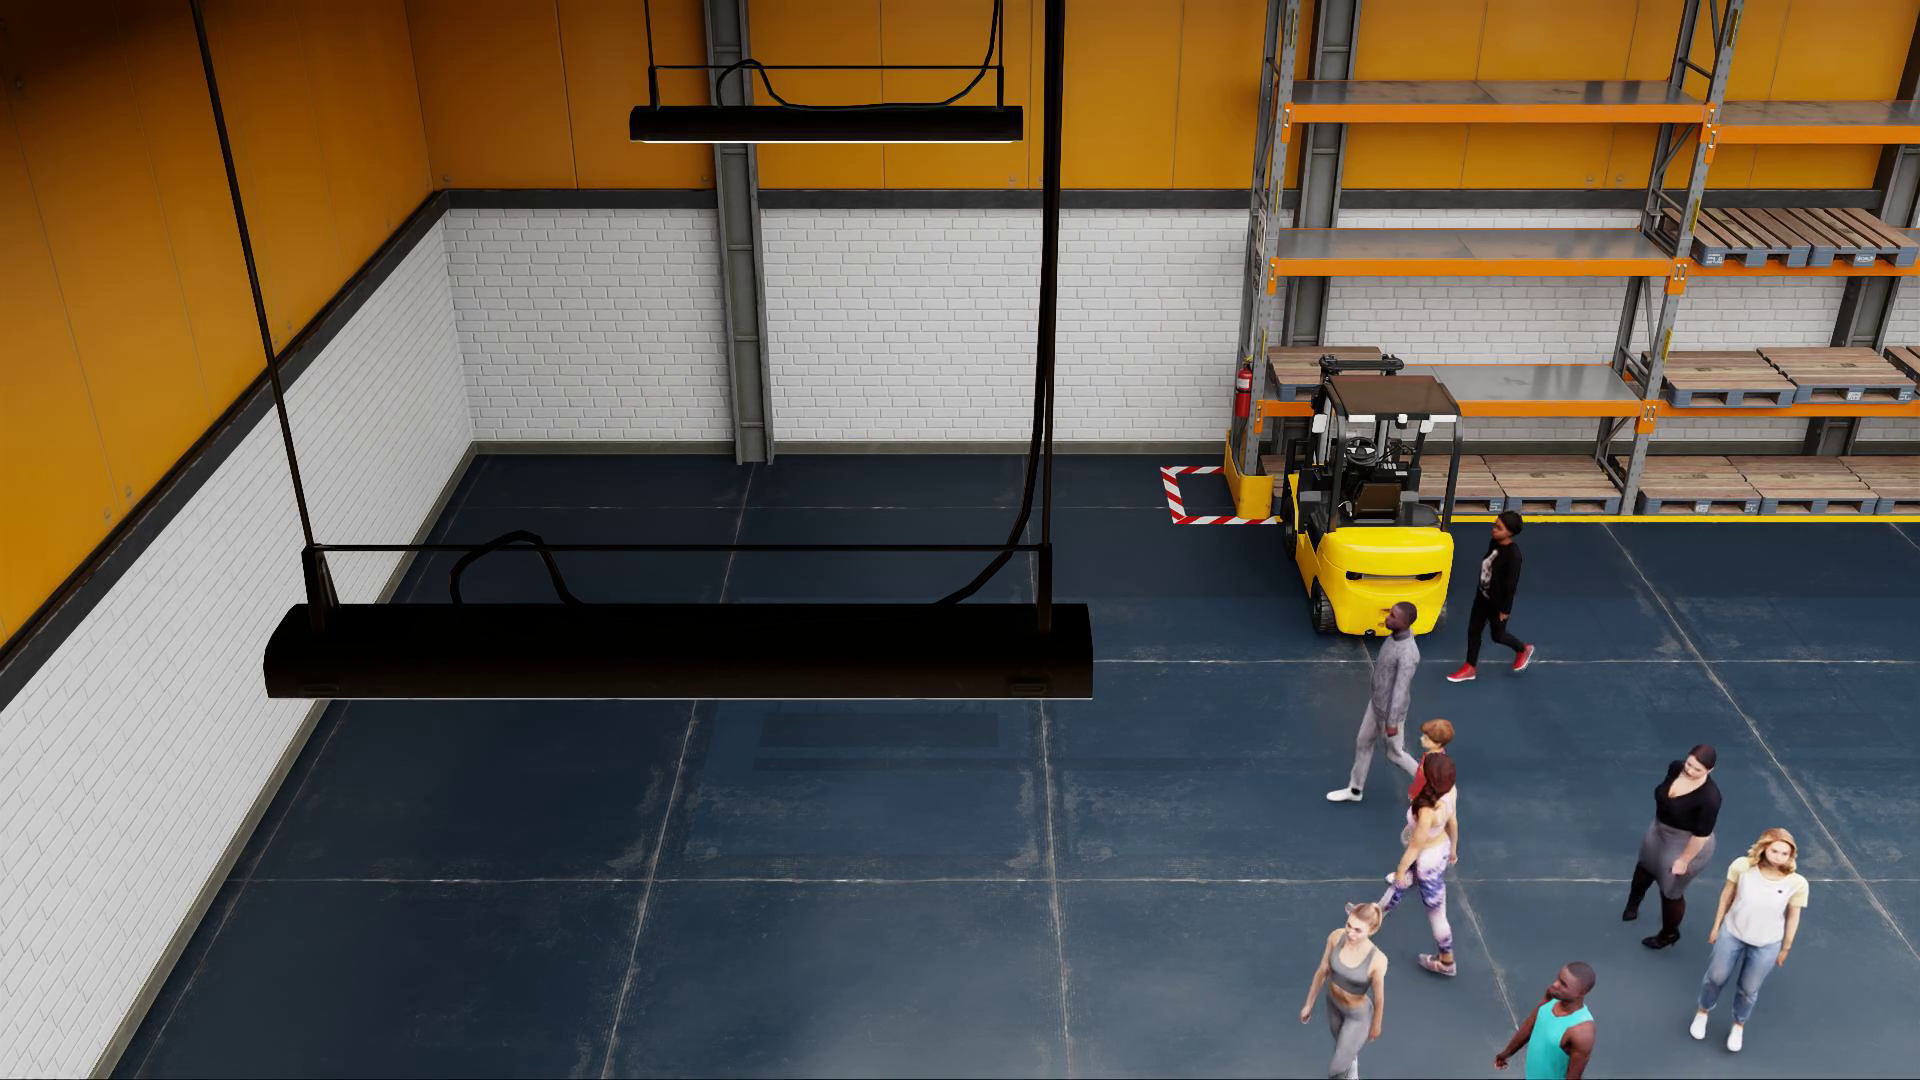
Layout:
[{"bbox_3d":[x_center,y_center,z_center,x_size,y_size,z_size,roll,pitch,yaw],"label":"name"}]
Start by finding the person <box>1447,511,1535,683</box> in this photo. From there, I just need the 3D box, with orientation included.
[{"bbox_3d":[4.683,0.495,14.355,1.083,1.655,0.803,-9,30,-15],"label":"person"}]

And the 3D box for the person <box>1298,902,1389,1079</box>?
[{"bbox_3d":[2.396,2.827,10.060,1.033,1.674,0.919,-20,34,-32],"label":"person"}]

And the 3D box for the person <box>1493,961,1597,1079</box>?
[{"bbox_3d":[3.432,3.094,9.463,1.019,1.779,0.617,0,29,0],"label":"person"}]

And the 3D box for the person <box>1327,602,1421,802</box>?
[{"bbox_3d":[3.381,1.294,12.729,1.095,1.812,0.697,0,29,-1],"label":"person"}]

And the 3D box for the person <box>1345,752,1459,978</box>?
[{"bbox_3d":[3.228,2.207,11.144,1.163,1.726,1.000,20,35,32],"label":"person"}]

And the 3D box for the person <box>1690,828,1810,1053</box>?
[{"bbox_3d":[5.023,2.518,10.583,0.642,1.718,0.766,15,32,25],"label":"person"}]

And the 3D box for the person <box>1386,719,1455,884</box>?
[{"bbox_3d":[3.468,1.907,12.031,0.678,1.402,0.592,7,29,13],"label":"person"}]

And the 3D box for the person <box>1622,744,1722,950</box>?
[{"bbox_3d":[4.954,2.099,11.342,0.693,1.726,0.796,1,29,2],"label":"person"}]
